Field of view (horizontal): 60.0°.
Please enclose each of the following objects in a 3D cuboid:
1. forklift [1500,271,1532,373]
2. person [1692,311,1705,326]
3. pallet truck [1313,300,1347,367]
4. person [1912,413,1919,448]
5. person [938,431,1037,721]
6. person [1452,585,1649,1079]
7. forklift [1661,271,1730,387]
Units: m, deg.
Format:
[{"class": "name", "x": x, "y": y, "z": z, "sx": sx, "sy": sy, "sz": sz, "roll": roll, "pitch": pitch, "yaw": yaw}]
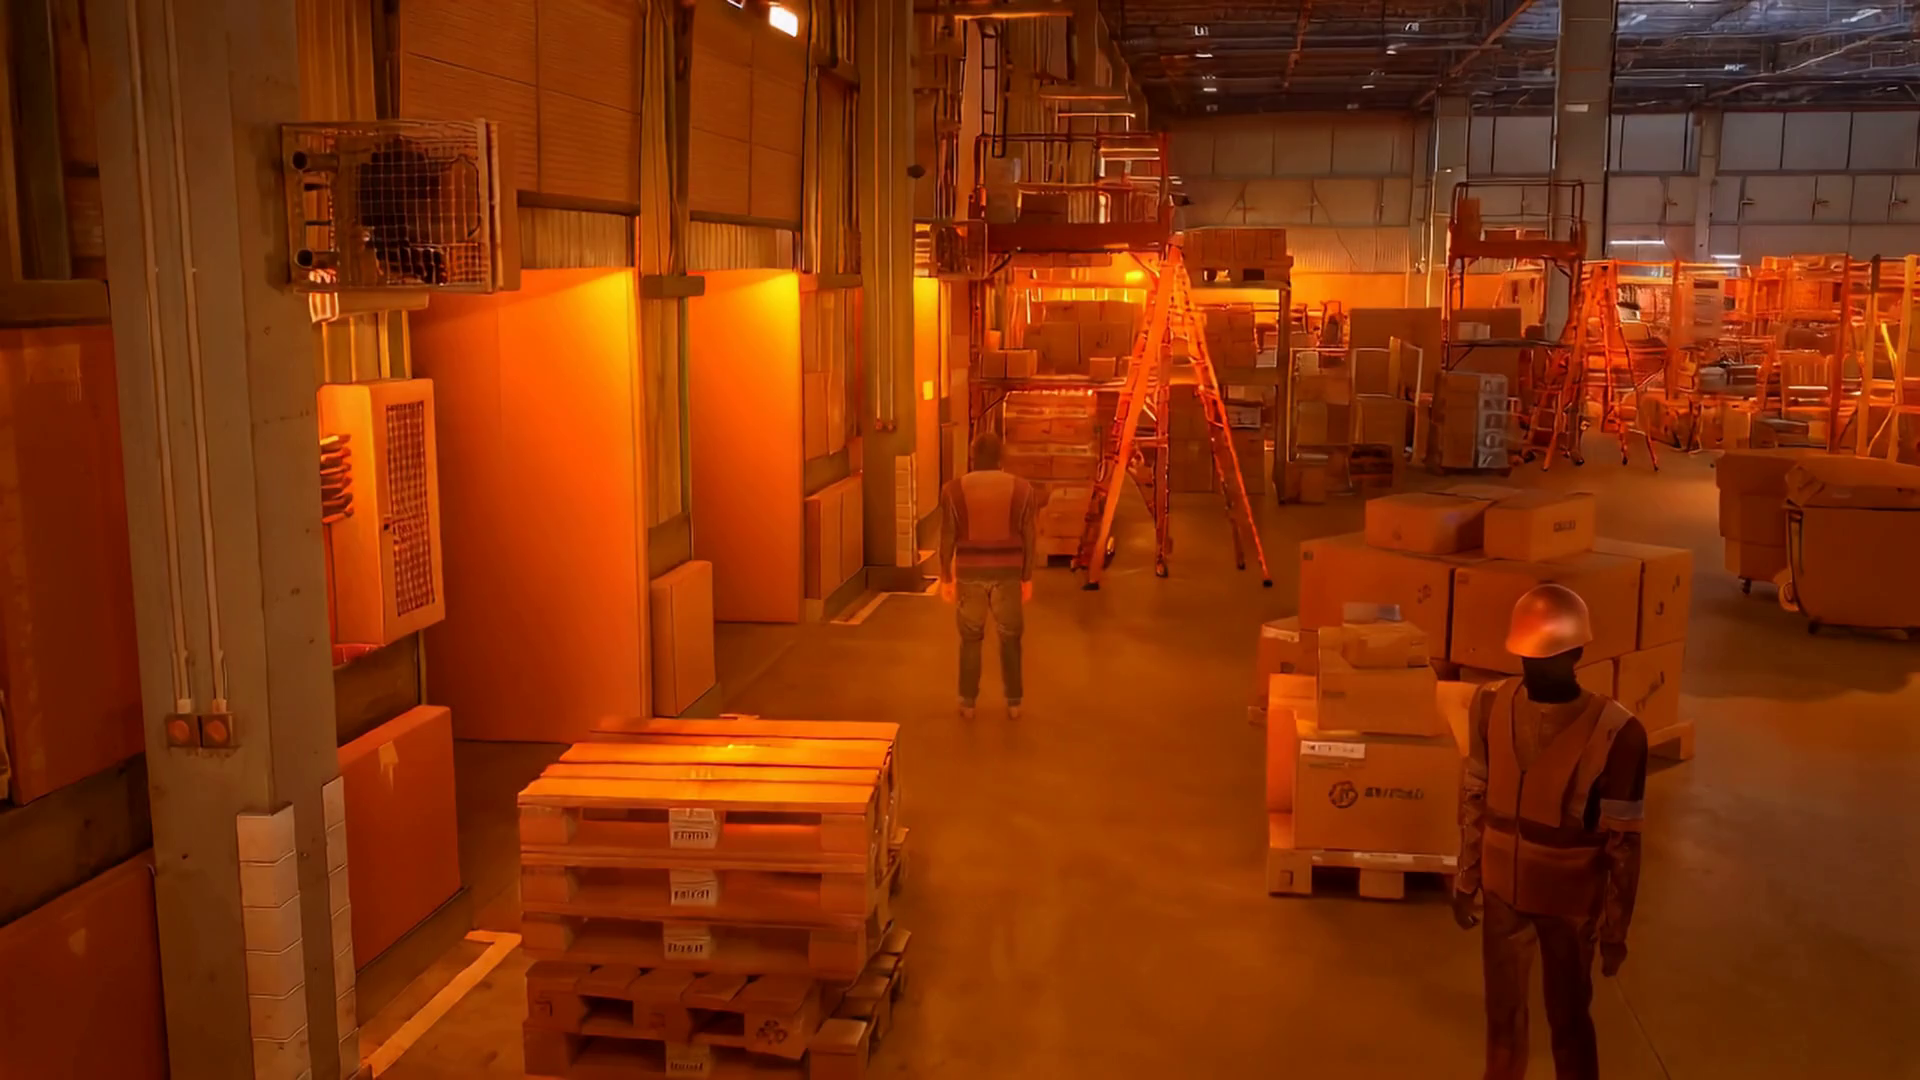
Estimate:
[{"class": "forklift", "x": 15.134, "y": -5.957, "z": 45.508, "sx": 1.873, "sy": 2.768, "sz": 1.129, "roll": -3, "pitch": 10, "yaw": -18}, {"class": "person", "x": 21.821, "y": -5.975, "z": 49.347, "sx": 0.356, "sy": 1.665, "sz": 0.686, "roll": -2, "pitch": 9, "yaw": -14}, {"class": "pallet truck", "x": 11.159, "y": -6.200, "z": 49.718, "sx": 0.823, "sy": 1.965, "sz": 1.885, "roll": 4, "pitch": 10, "yaw": 26}, {"class": "person", "x": 15.556, "y": -2.337, "z": 26.711, "sx": 0.322, "sy": 1.736, "sz": 0.487, "roll": 5, "pitch": 10, "yaw": 27}, {"class": "person", "x": 0.171, "y": 0.234, "z": 10.517, "sx": 0.621, "sy": 1.845, "sz": 0.429, "roll": 0, "pitch": 9, "yaw": -2}, {"class": "person", "x": 1.780, "y": 1.076, "z": 5.106, "sx": 0.391, "sy": 1.918, "sz": 0.588, "roll": -7, "pitch": 12, "yaw": -38}, {"class": "forklift", "x": 17.529, "y": -4.940, "z": 39.234, "sx": 1.129, "sy": 2.768, "sz": 1.873, "roll": 1, "pitch": 9, "yaw": 5}]
